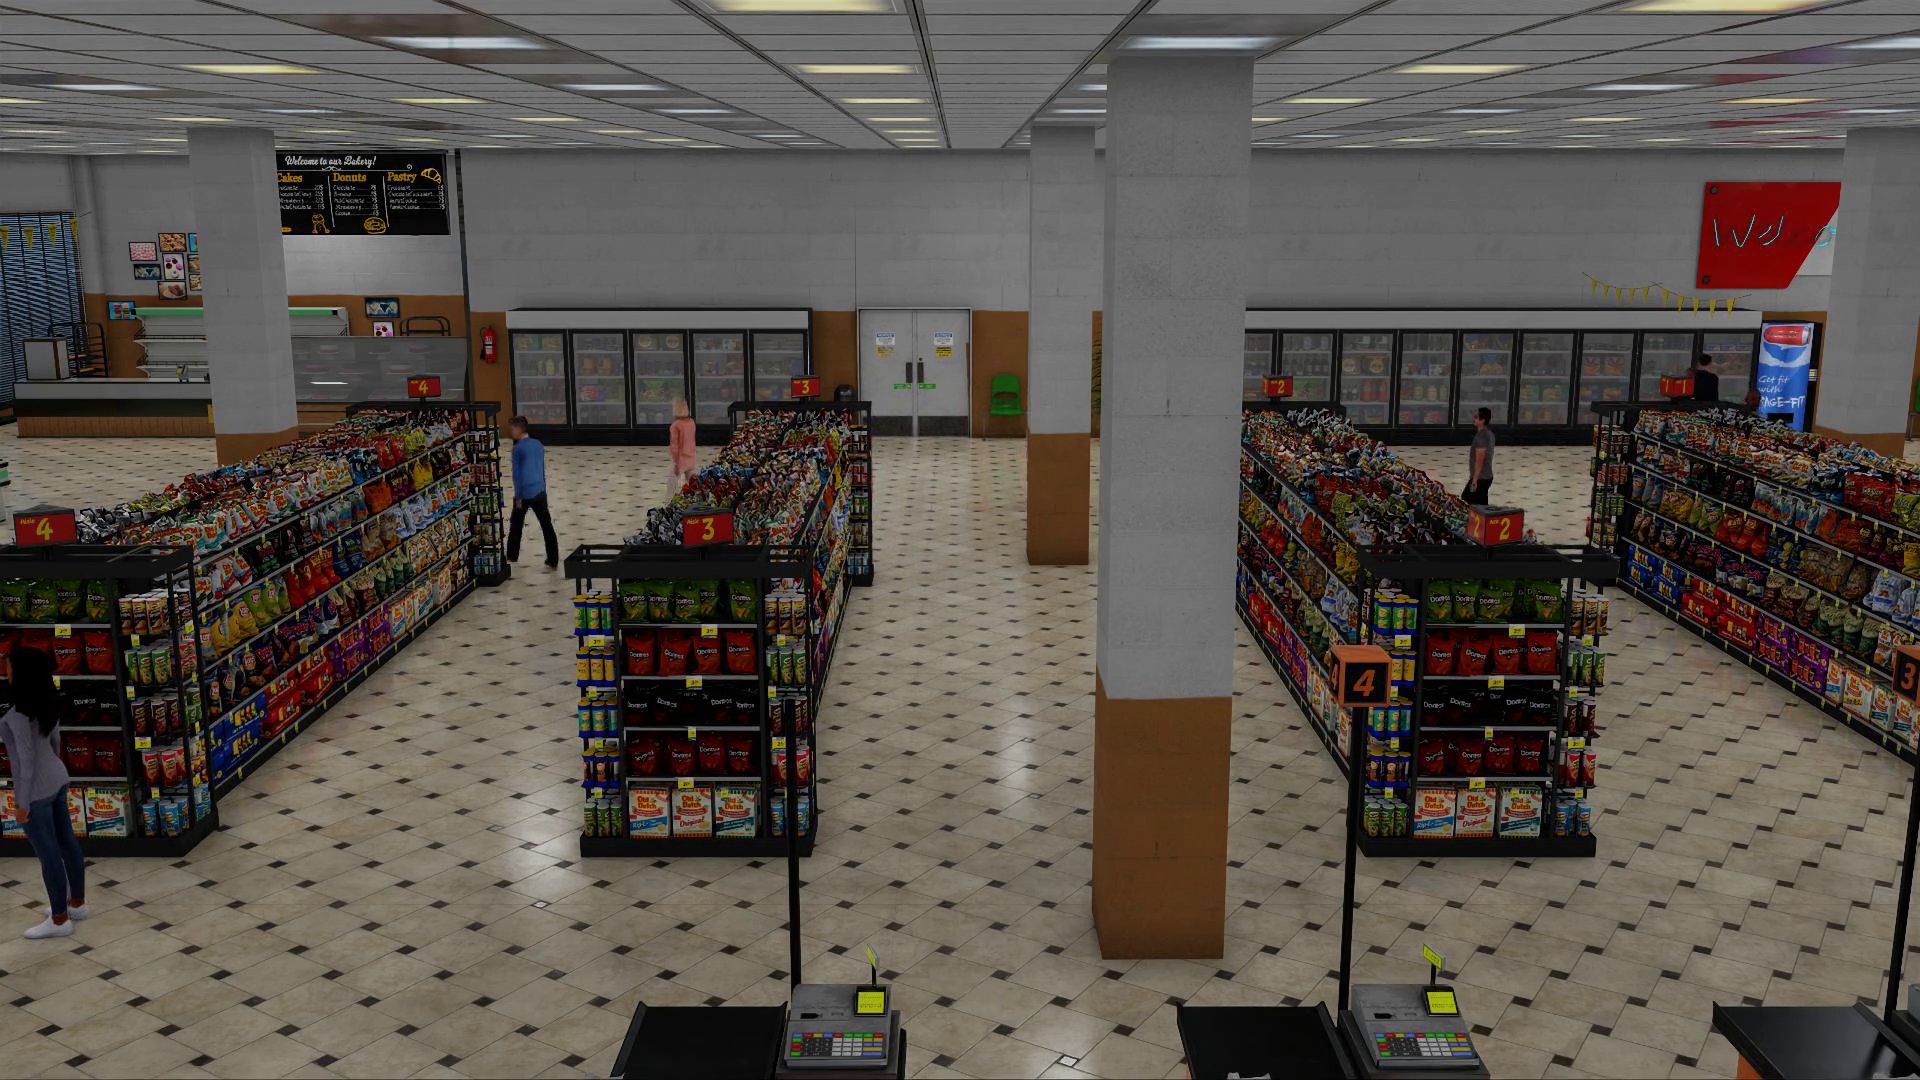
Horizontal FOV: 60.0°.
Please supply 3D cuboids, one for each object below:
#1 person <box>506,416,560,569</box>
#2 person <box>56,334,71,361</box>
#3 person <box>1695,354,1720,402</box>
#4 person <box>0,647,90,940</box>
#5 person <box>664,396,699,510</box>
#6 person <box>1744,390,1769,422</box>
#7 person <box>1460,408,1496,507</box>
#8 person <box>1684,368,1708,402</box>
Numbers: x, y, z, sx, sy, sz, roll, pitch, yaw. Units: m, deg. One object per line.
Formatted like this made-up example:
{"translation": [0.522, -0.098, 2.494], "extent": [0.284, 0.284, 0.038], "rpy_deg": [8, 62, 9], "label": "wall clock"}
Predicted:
{"translation": [-4.875, -0.518, 19.088], "extent": [1.139, 1.759, 1.161], "rpy_deg": [9, 15, 36], "label": "person"}
{"translation": [-16.381, -2.894, 30.412], "extent": [0.666, 1.741, 0.514], "rpy_deg": [-2, 12, -11], "label": "person"}
{"translation": [11.458, -1.962, 25.755], "extent": [0.838, 1.837, 0.880], "rpy_deg": [5, 13, 21], "label": "person"}
{"translation": [-5.356, 1.462, 9.740], "extent": [0.658, 1.734, 0.449], "rpy_deg": [0, 12, -1], "label": "person"}
{"translation": [-3.485, -0.969, 21.399], "extent": [1.027, 1.689, 1.043], "rpy_deg": [8, 14, 34], "label": "person"}
{"translation": [10.094, -1.047, 21.473], "extent": [0.882, 1.810, 1.021], "rpy_deg": [6, 13, 26], "label": "person"}
{"translation": [6.385, -0.728, 20.129], "extent": [0.822, 1.740, 0.728], "rpy_deg": [5, 13, 22], "label": "person"}
{"translation": [10.529, -1.566, 23.945], "extent": [0.877, 1.808, 0.770], "rpy_deg": [-6, 13, -27], "label": "person"}
